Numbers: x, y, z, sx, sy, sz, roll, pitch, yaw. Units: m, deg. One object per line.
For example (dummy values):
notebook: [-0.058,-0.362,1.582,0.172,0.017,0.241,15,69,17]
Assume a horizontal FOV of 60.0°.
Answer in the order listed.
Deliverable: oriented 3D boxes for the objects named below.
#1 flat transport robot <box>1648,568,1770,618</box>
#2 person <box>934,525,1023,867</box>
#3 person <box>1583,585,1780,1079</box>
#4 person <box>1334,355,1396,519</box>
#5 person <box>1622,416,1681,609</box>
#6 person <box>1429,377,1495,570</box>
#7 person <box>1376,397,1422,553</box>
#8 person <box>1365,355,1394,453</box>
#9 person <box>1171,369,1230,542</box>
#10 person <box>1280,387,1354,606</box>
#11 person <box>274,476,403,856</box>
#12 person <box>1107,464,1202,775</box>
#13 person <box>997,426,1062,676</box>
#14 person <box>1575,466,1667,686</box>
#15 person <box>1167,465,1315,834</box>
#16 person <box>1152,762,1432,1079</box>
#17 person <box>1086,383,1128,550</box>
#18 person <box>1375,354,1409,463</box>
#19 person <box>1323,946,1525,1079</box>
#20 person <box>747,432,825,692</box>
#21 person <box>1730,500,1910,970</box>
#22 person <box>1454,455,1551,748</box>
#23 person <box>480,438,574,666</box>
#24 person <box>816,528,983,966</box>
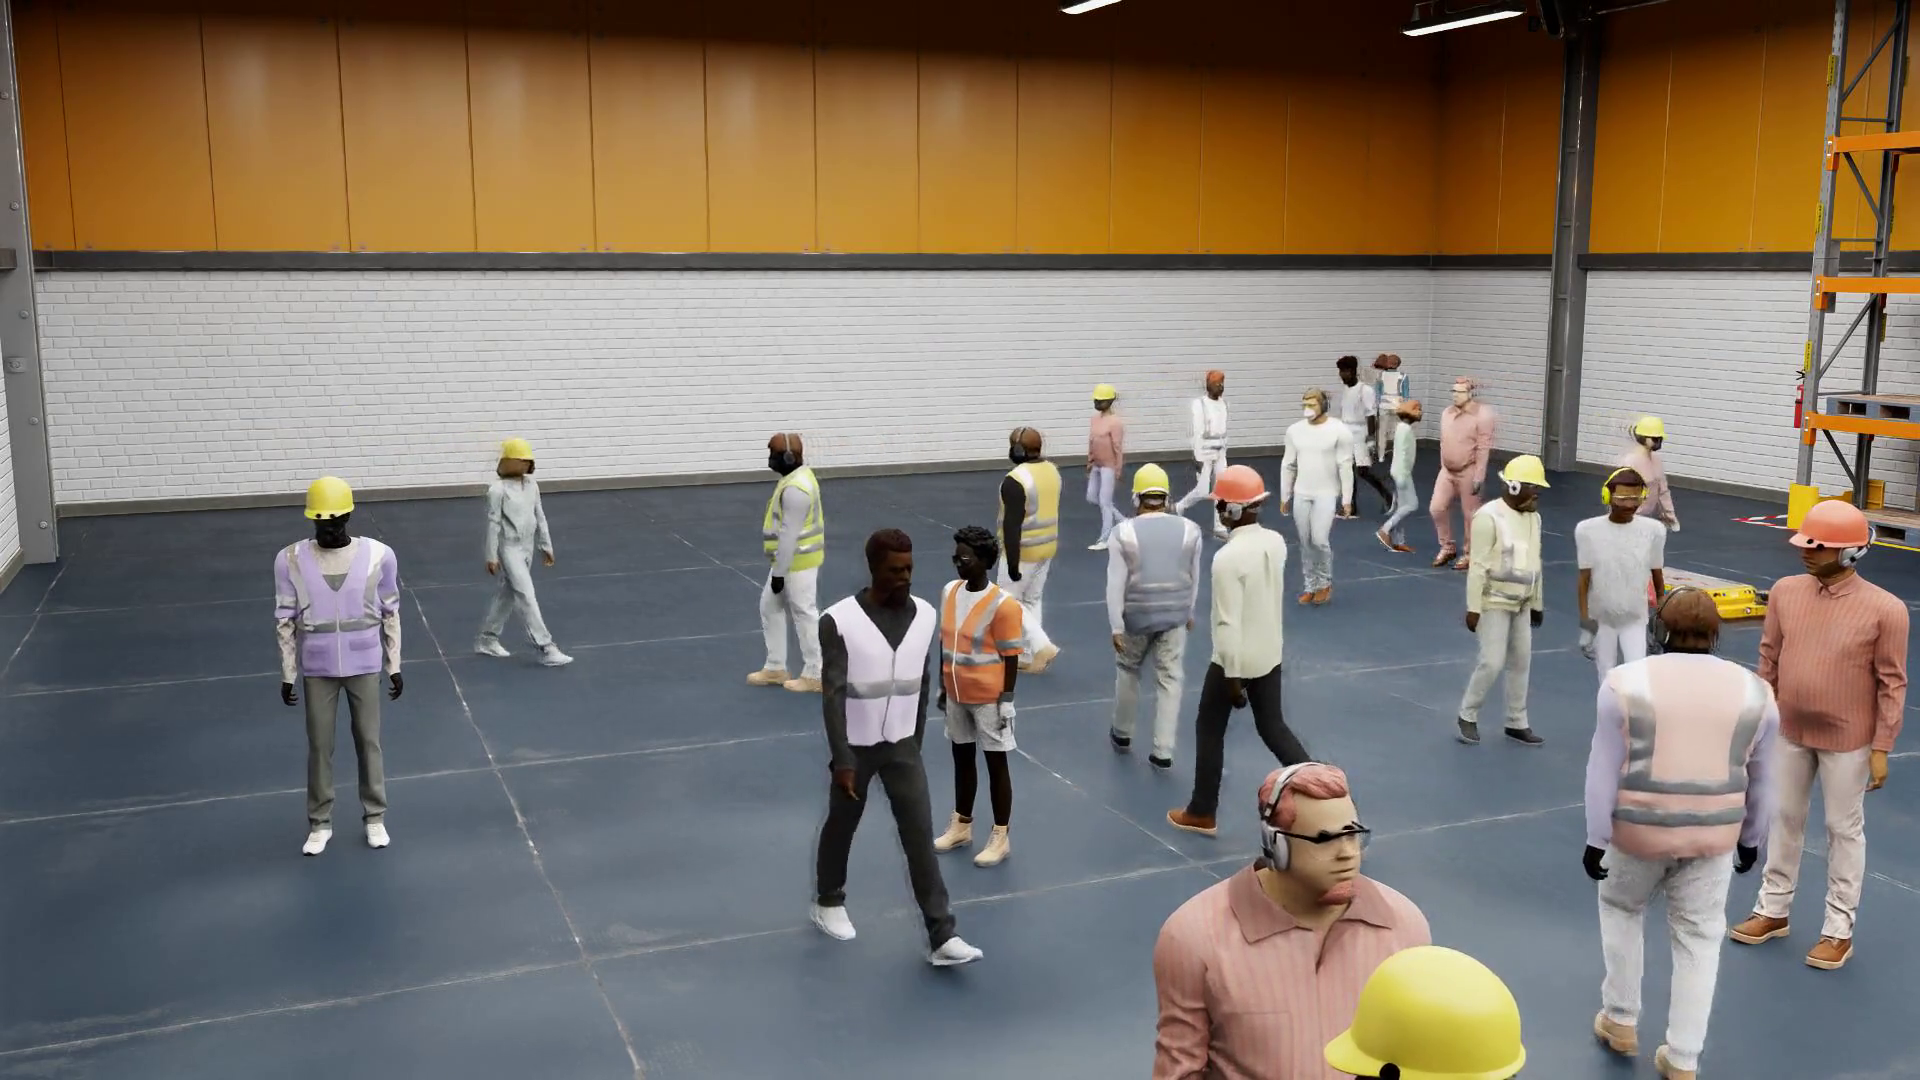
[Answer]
flat transport robot: [6.325,0.439,14.531,0.652,0.197,1.431,-4,10,-21]
person: [0.082,0.763,8.254,0.322,1.697,0.531,-9,13,-43]
person: [2.600,1.056,6.109,0.667,1.817,0.682,1,9,8]
person: [4.709,-1.198,19.444,0.719,1.931,0.665,-3,10,-18]
person: [5.717,-0.165,13.818,0.535,1.720,0.913,-9,13,-42]
person: [4.858,-0.637,16.155,0.511,1.890,0.644,-7,11,-35]
person: [4.589,-0.664,17.140,0.368,1.611,0.529,3,10,19]
person: [6.508,-2.085,25.848,0.839,1.580,0.550,-4,10,-24]
person: [2.654,-0.925,17.995,0.575,1.862,0.738,-7,12,-36]
person: [3.059,-0.365,14.424,0.652,1.914,0.487,7,12,38]
person: [-3.119,0.629,8.382,0.593,1.922,0.383,-3,10,-18]
person: [1.121,0.437,9.914,0.594,1.796,0.832,-1,9,-7]
person: [0.510,0.093,11.934,0.508,1.824,0.632,7,12,37]
person: [3.762,0.486,9.507,0.511,1.837,0.451,4,10,23]
person: [1.527,0.597,8.450,0.600,1.967,0.929,-9,13,-44]
person: [0.739,1.416,3.654,0.641,1.913,0.407,-2,10,-11]
person: [1.557,-0.770,17.360,0.488,1.750,0.540,-5,10,-26]
person: [6.470,-1.957,24.916,0.511,1.639,0.308,5,11,30]
person: [0.750,1.572,2.657,0.383,1.924,0.594,1,9,3]
person: [-1.249,0.164,11.499,0.679,1.818,0.666,-1,9,-6]
person: [3.655,0.814,7.060,0.391,1.991,0.613,-6,11,-32]
person: [3.383,0.378,10.238,0.627,1.814,0.468,-7,12,-36]
person: [-3.283,0.080,12.404,0.920,1.690,0.508,4,10,23]
person: [-0.327,0.876,7.078,0.612,1.863,1.020,-6,11,-34]
